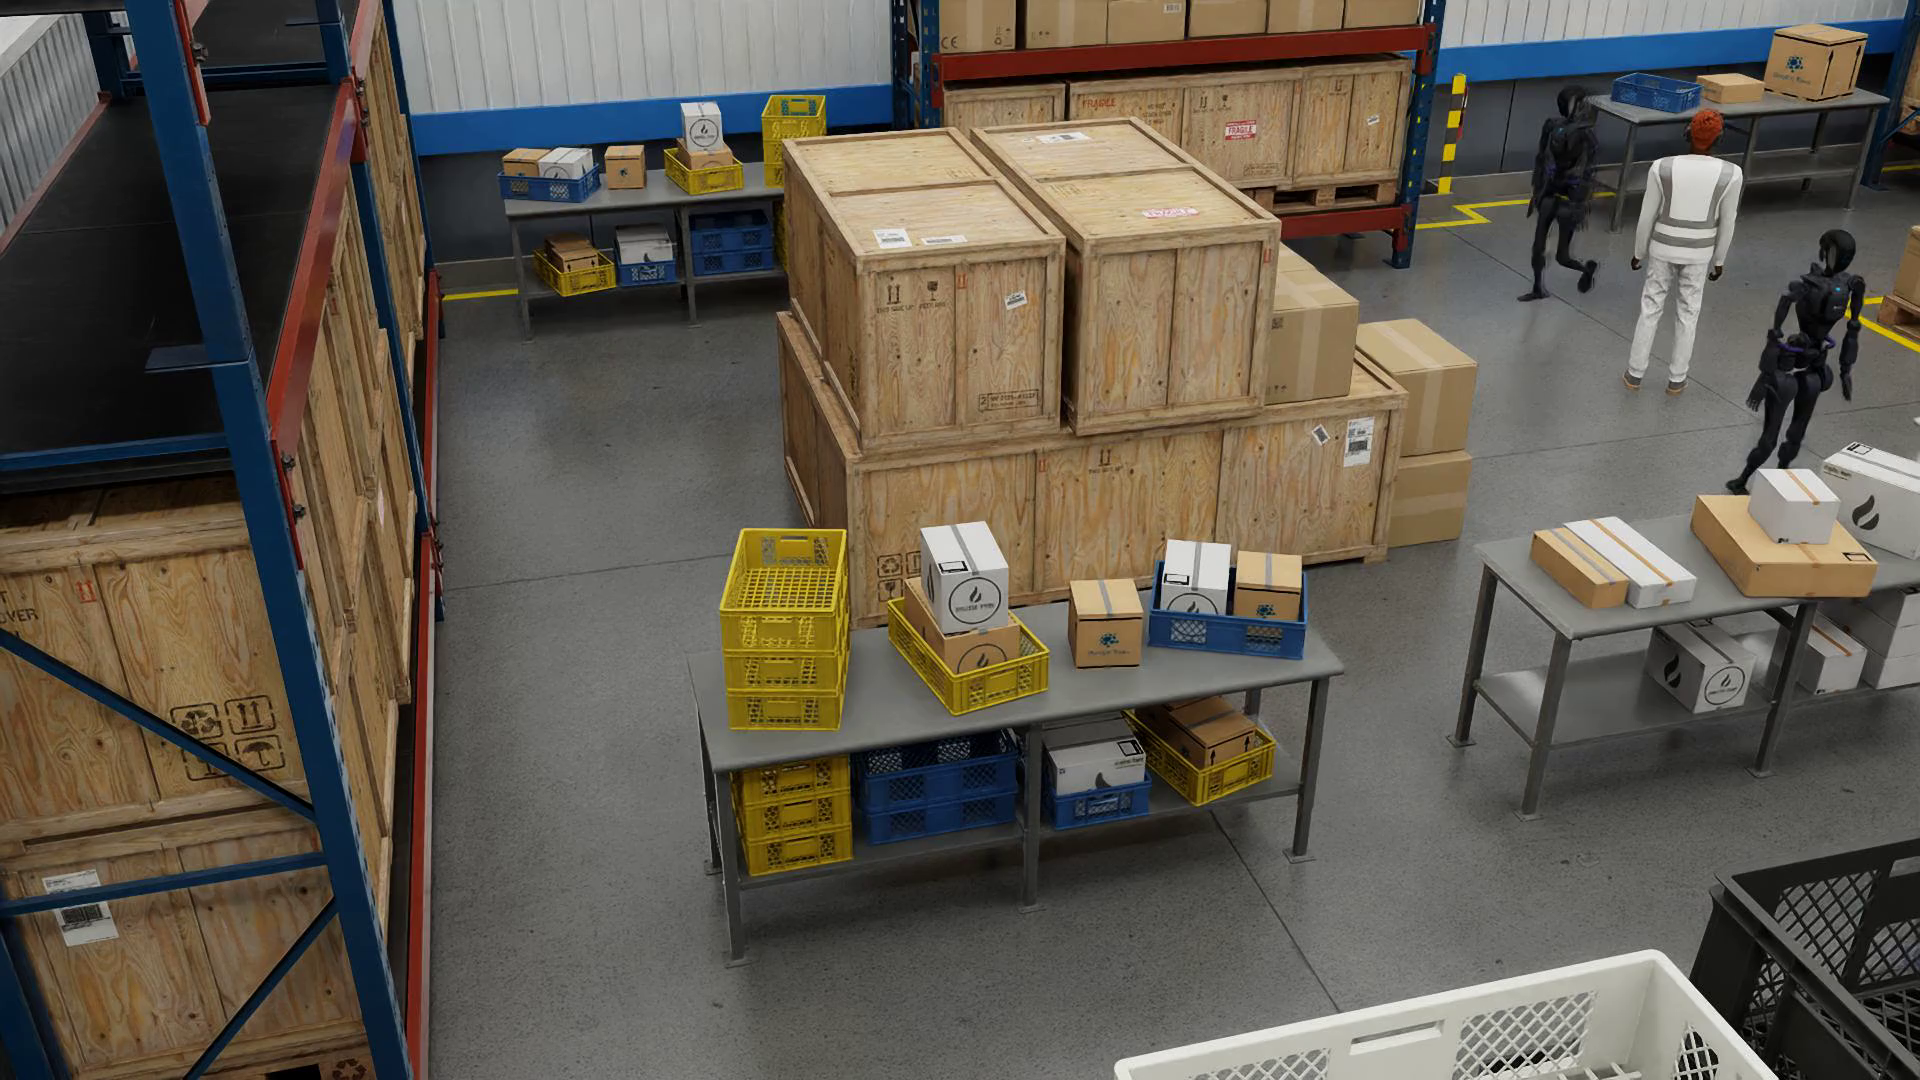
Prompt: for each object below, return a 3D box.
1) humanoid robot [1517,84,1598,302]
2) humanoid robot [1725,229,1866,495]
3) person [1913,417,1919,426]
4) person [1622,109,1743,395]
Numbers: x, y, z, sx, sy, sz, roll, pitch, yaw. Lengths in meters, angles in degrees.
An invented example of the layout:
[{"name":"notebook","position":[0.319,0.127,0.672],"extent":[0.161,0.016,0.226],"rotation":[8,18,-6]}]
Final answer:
[{"name":"humanoid robot","position":[4.533,-2.570,12.336],"extent":[0.518,1.631,0.557],"rotation":[-16,33,-27]},{"name":"humanoid robot","position":[4.771,-0.958,9.392],"extent":[0.593,1.651,0.348],"rotation":[-8,30,-14]},{"name":"person","position":[6.241,-1.474,10.080],"extent":[0.382,1.924,0.589],"rotation":[6,29,10]},{"name":"person","position":[4.678,-1.856,10.813],"extent":[0.573,1.882,0.355],"rotation":[11,31,20]}]
